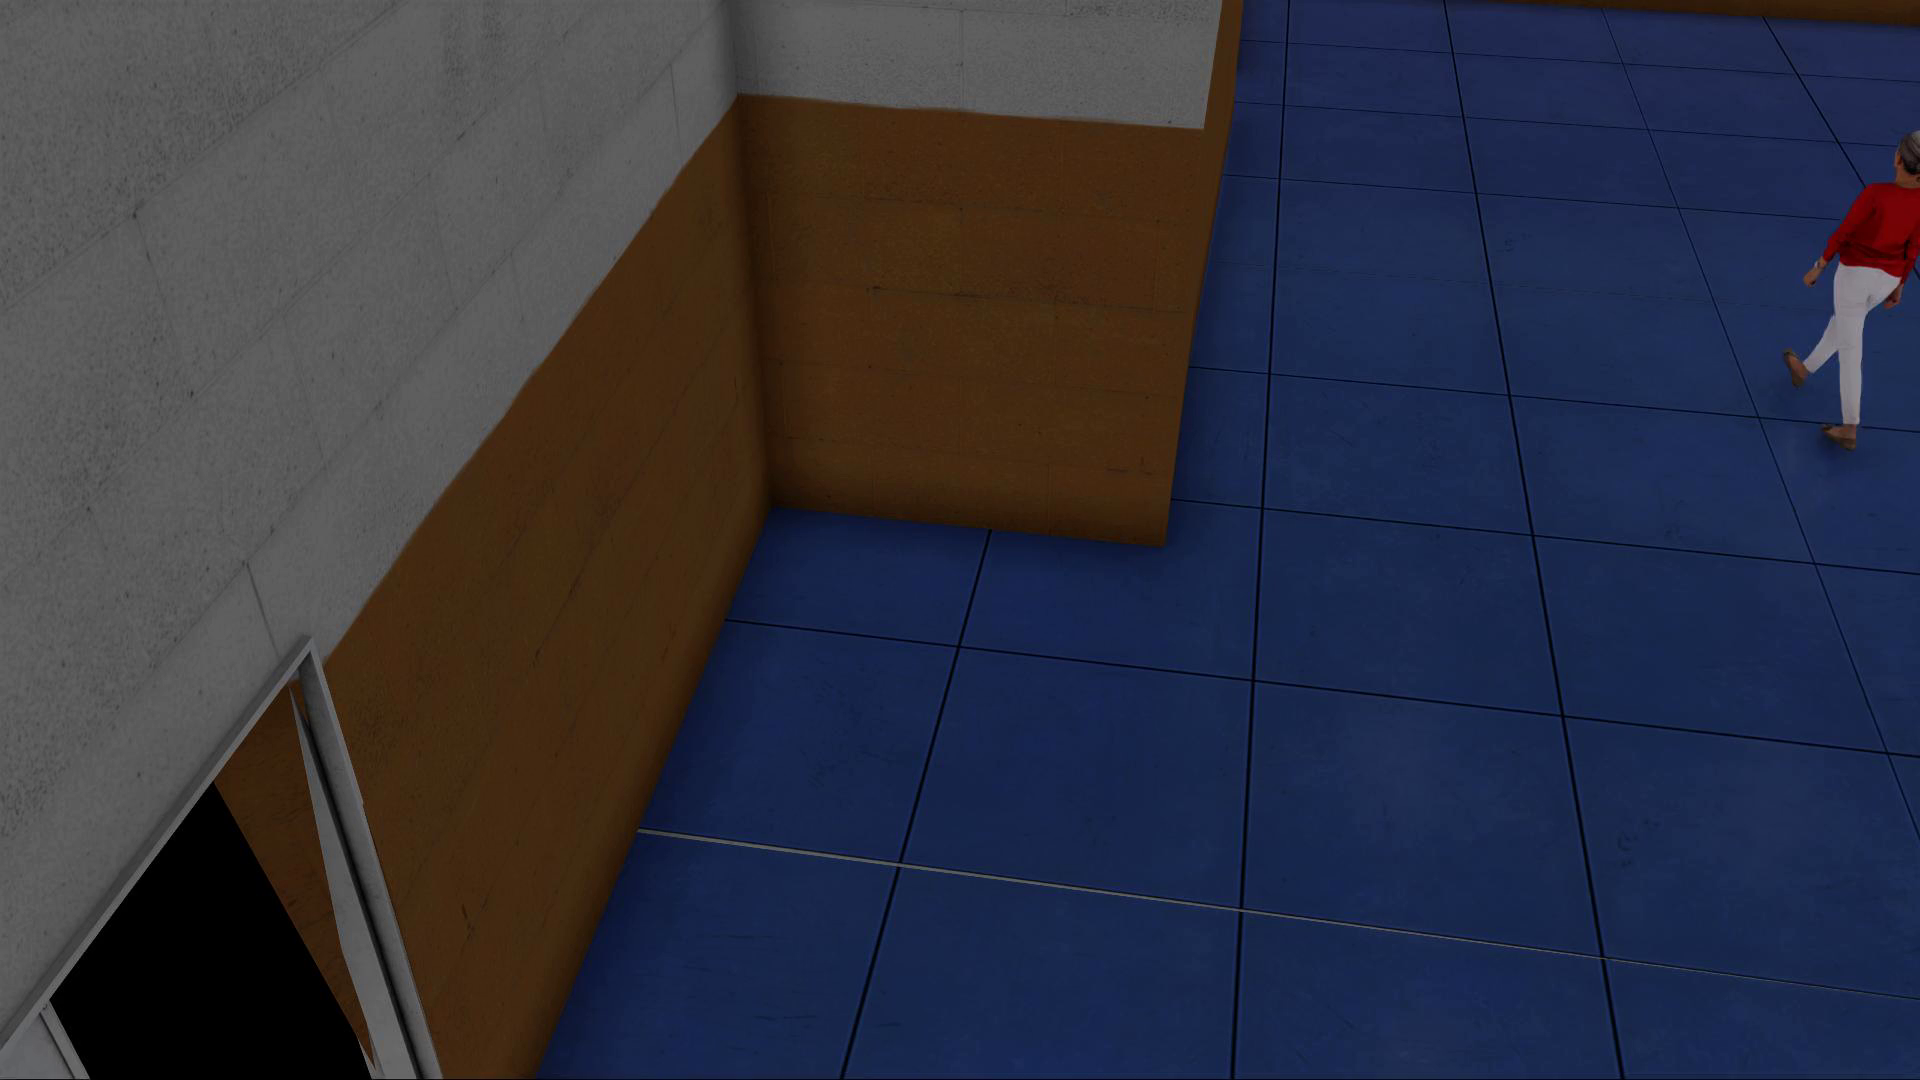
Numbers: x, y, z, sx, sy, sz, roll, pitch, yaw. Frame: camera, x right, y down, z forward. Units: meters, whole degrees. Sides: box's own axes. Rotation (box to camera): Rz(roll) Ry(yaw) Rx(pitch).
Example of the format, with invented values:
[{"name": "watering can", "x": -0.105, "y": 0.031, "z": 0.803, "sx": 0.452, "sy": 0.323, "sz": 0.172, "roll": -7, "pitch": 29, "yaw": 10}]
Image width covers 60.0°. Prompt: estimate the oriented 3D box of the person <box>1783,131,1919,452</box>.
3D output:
[{"name": "person", "x": 4.668, "y": -1.241, "z": 8.535, "sx": 1.107, "sy": 1.644, "sz": 0.805, "roll": -2, "pitch": 37, "yaw": -3}]
